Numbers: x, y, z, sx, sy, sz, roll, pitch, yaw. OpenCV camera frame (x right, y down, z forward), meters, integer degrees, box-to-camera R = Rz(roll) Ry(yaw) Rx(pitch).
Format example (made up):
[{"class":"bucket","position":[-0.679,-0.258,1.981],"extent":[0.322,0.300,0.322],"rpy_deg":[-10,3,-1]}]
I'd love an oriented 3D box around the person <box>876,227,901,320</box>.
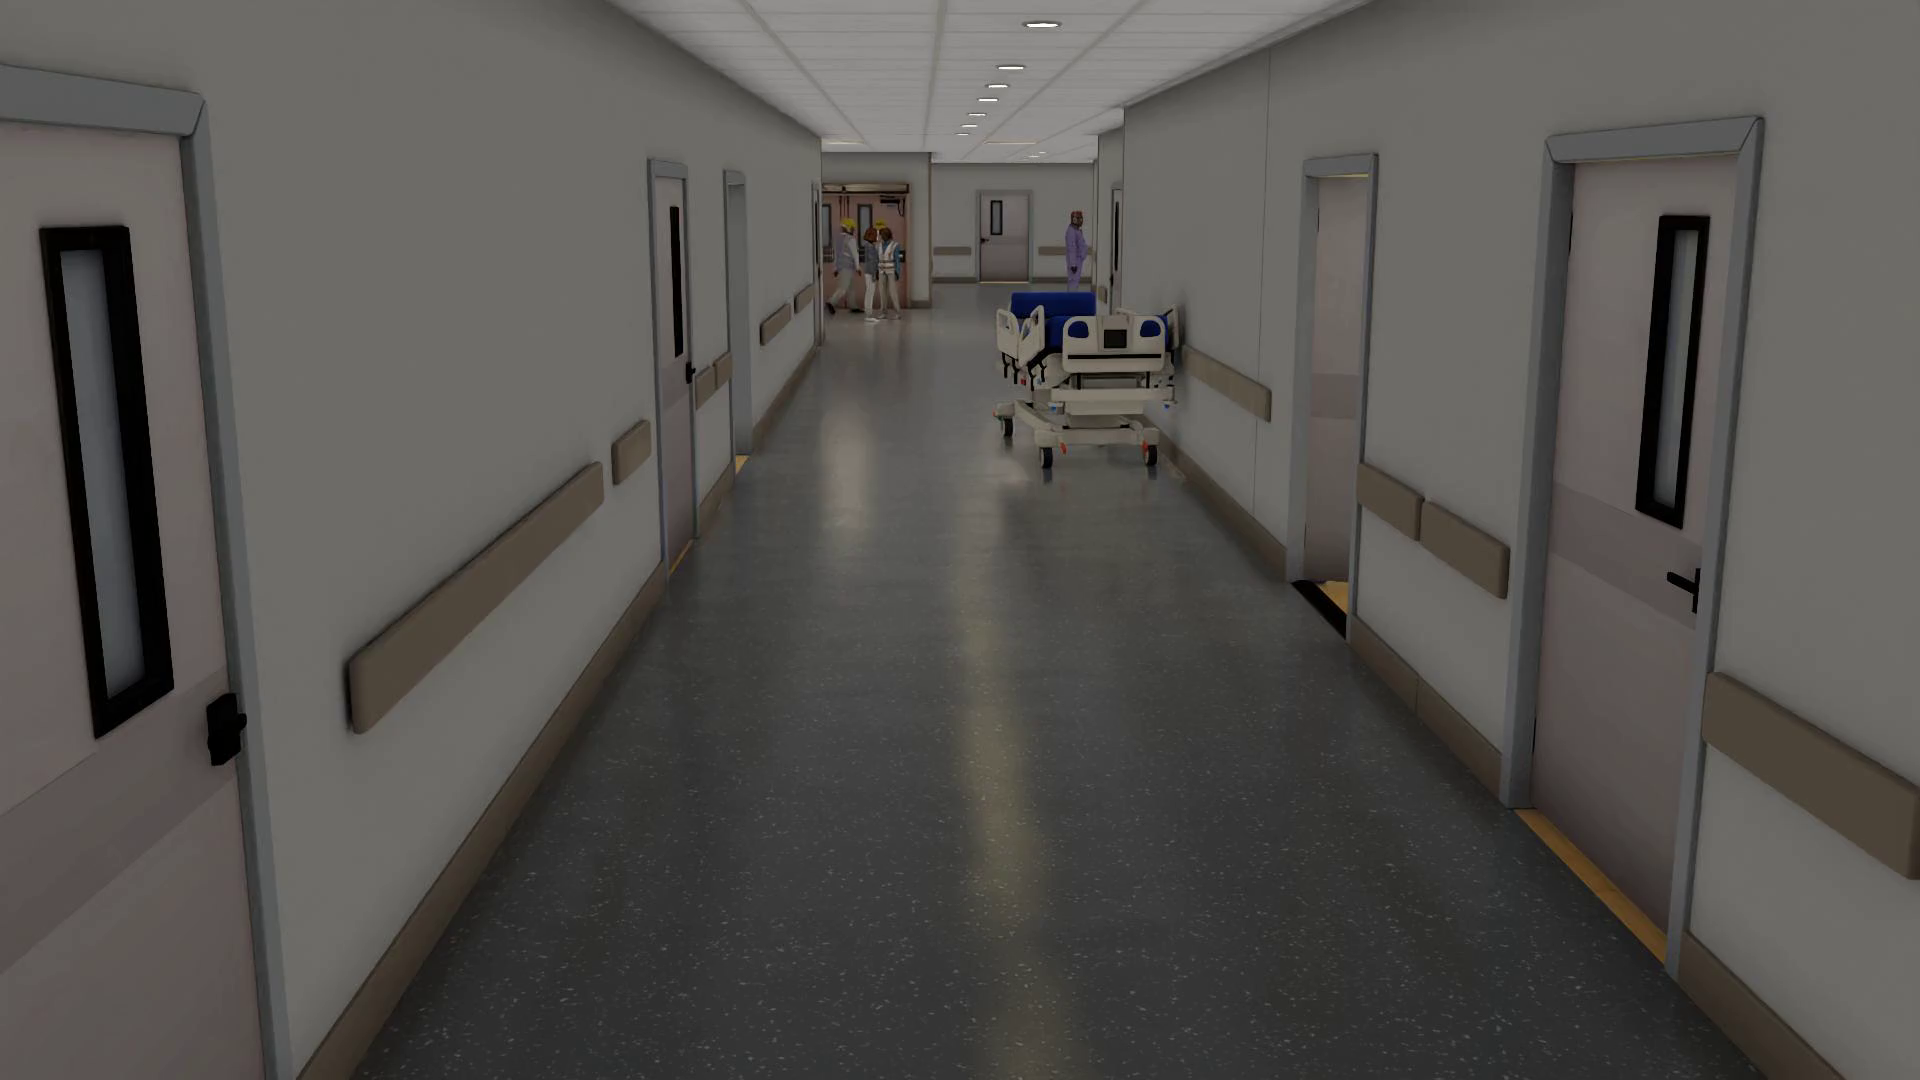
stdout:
[{"class":"person","position":[-1.279,-4.740,29.609],"extent":[0.528,1.626,0.314],"rpy_deg":[8,14,34]}]

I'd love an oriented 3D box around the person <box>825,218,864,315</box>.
[{"class":"person","position":[-2.169,-5.082,30.889],"extent":[0.875,1.794,0.581],"rpy_deg":[-7,14,-31]}]

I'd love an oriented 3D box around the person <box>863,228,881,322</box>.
[{"class":"person","position":[-1.538,-4.617,28.992],"extent":[0.282,1.633,0.500],"rpy_deg":[-2,12,-10]}]

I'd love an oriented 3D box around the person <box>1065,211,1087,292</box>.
[{"class":"person","position":[2.141,-5.091,30.633],"extent":[0.409,1.907,0.650],"rpy_deg":[2,12,9]}]
